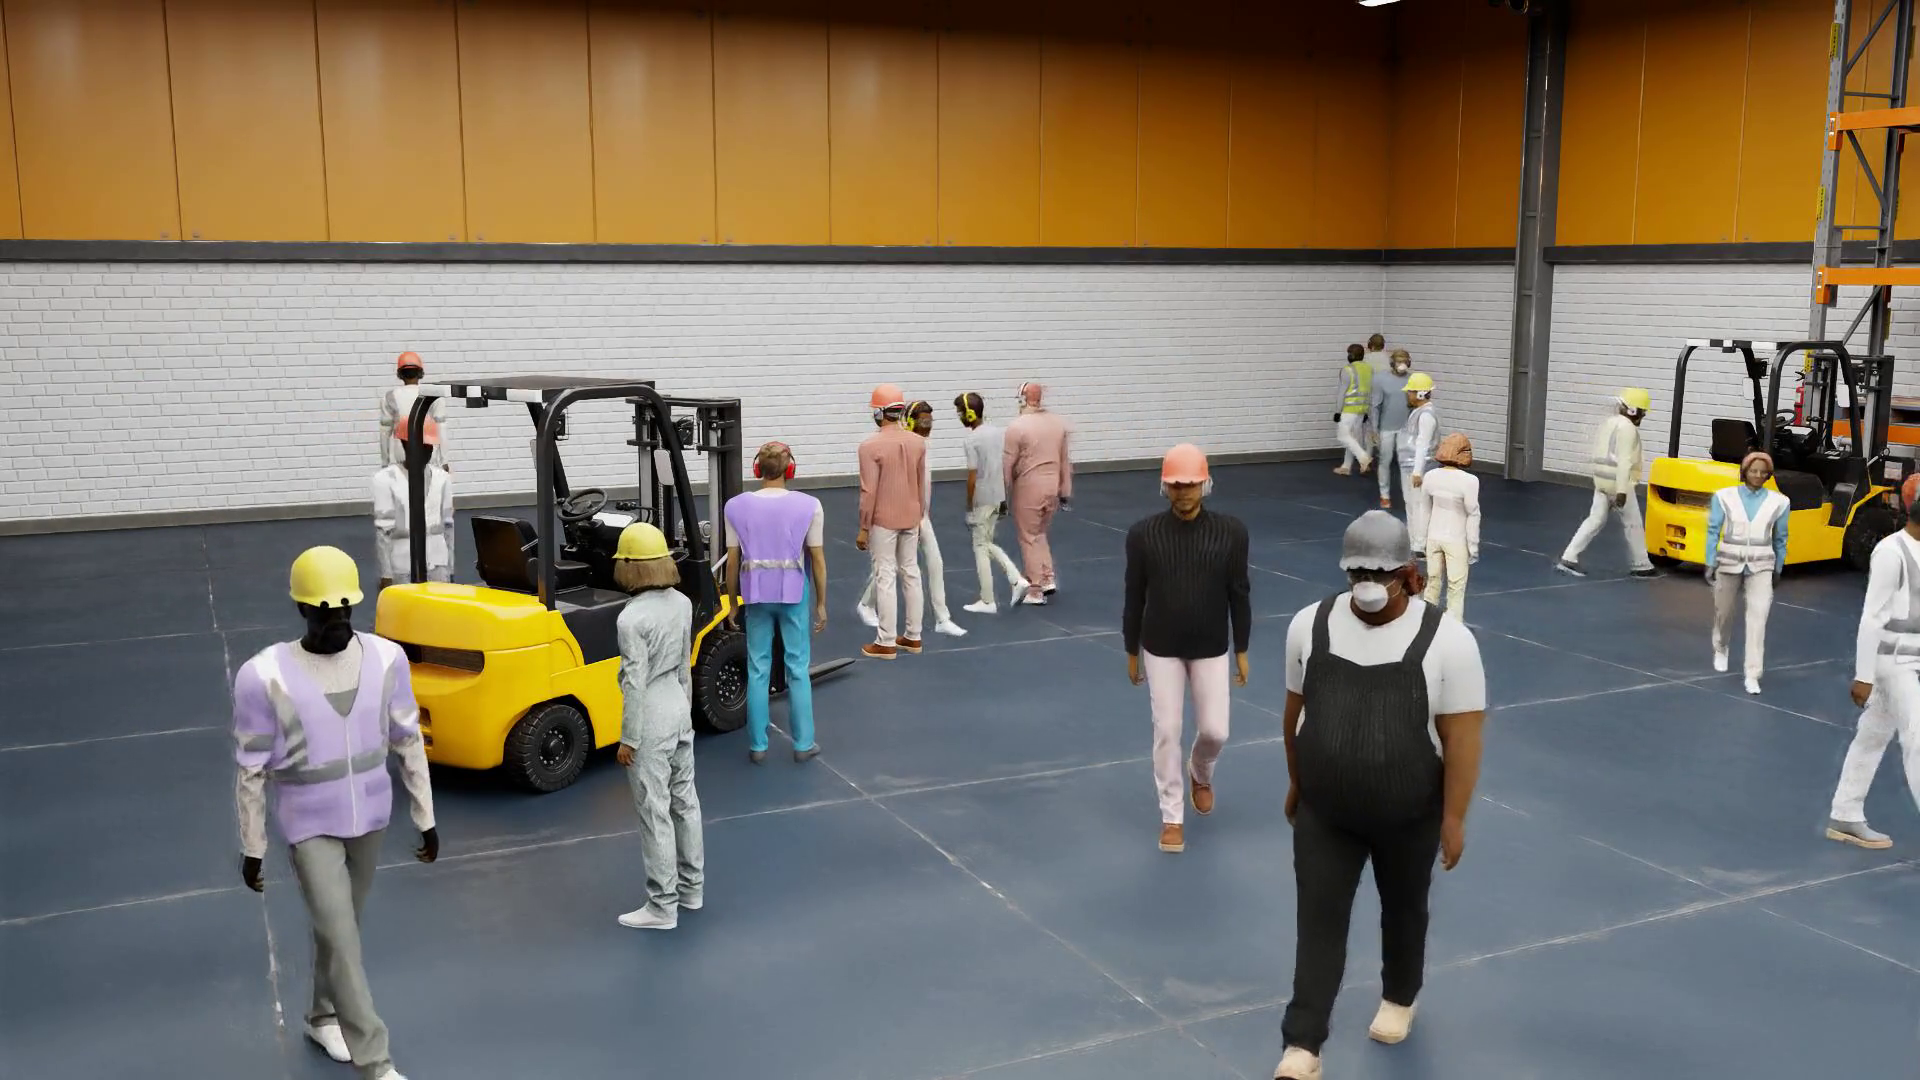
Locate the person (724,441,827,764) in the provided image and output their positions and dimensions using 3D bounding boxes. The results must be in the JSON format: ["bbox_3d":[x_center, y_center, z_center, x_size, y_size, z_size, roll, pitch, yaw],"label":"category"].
[{"bbox_3d":[-1.044,0.362,9.449,0.570,1.840,0.373,0,9,0],"label":"person"}]

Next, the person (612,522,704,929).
[{"bbox_3d":[-1.321,0.788,7.123,0.325,1.740,0.492,4,10,22],"label":"person"}]

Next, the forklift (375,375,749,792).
[{"bbox_3d":[-2.268,0.149,9.685,1.214,2.155,2.313,6,11,32],"label":"forklift"}]

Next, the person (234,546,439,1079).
[{"bbox_3d":[-2.059,0.957,5.629,0.954,1.876,0.612,9,13,44],"label":"person"}]

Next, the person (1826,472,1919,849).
[{"bbox_3d":[4.581,0.618,7.829,0.611,1.848,0.896,-8,12,-42],"label":"person"}]

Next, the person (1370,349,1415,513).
[{"bbox_3d":[5.098,-1.265,19.389,0.641,1.891,0.997,1,9,3],"label":"person"}]

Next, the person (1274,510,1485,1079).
[{"bbox_3d":[1.419,0.859,5.756,0.703,2.000,1.003,5,10,26],"label":"person"}]

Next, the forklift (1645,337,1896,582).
[{"bbox_3d":[7.551,-0.789,15.507,2.313,2.155,1.214,-4,10,-25],"label":"forklift"}]

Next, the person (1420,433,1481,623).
[{"bbox_3d":[3.573,0.034,12.129,0.286,1.633,0.501,-6,11,-33],"label":"person"}]

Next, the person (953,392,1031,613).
[{"bbox_3d":[0.245,-0.290,13.512,0.533,1.839,0.602,6,11,33],"label":"person"}]

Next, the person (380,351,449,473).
[{"bbox_3d":[-5.328,-0.825,16.259,0.634,2.041,0.586,-2,9,-15],"label":"person"}]

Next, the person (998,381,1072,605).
[{"bbox_3d":[0.607,-0.394,14.021,0.686,1.886,0.482,-9,13,-44],"label":"person"}]

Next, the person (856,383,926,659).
[{"bbox_3d":[-0.509,-0.136,12.071,0.612,1.994,0.394,-9,13,-43],"label":"person"}]

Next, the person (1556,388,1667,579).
[{"bbox_3d":[5.948,-0.507,15.138,0.953,1.758,0.657,0,9,-1],"label":"person"}]

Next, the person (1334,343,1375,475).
[{"bbox_3d":[5.400,-1.772,22.740,0.645,1.832,0.650,-8,12,-40],"label":"person"}]

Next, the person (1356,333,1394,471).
[{"bbox_3d":[5.836,-1.935,23.405,0.635,1.937,0.354,-2,9,-12],"label":"person"}]

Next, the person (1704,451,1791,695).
[{"bbox_3d":[5.333,0.180,11.316,0.511,1.601,0.818,4,10,21],"label":"person"}]

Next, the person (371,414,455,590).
[{"bbox_3d":[-3.484,0.139,10.593,0.563,1.919,0.728,-9,13,-44],"label":"person"}]

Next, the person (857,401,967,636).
[{"bbox_3d":[-0.421,-0.181,12.932,0.986,1.820,0.519,7,12,37],"label":"person"}]

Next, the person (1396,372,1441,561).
[{"bbox_3d":[4.438,-0.709,16.141,0.403,1.830,0.594,1,9,8],"label":"person"}]

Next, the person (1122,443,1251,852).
[{"bbox_3d":[1.097,0.504,8.120,0.629,1.982,0.534,1,9,6],"label":"person"}]
